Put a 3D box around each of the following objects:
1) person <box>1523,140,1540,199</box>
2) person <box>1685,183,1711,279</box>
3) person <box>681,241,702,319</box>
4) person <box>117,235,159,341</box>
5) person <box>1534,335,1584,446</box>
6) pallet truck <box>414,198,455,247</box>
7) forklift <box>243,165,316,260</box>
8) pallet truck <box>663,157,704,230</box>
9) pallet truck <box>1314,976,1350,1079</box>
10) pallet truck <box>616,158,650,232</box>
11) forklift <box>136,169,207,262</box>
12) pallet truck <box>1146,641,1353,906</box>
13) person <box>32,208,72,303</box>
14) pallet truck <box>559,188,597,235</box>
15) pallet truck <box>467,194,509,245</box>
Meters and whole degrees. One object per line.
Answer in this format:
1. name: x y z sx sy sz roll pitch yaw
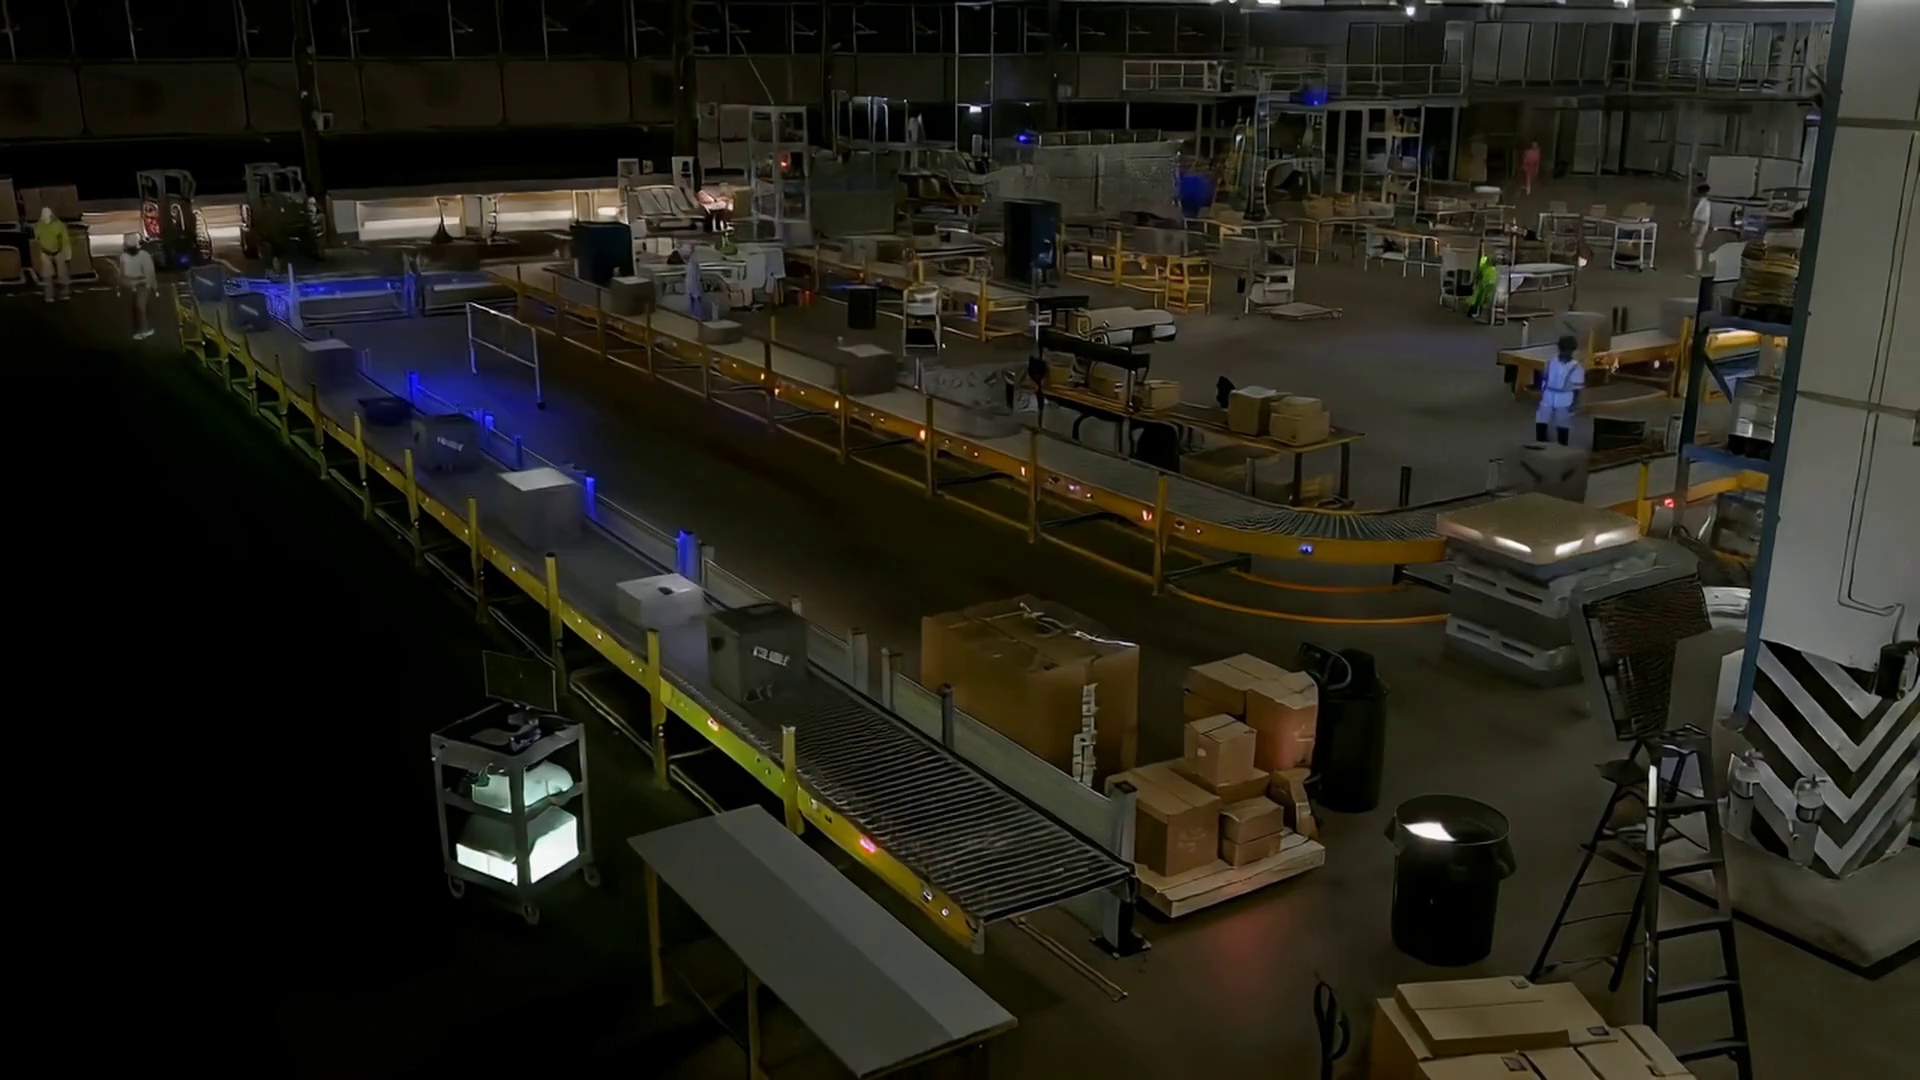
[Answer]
1. person: 18.423 -11.935 53.643 0.602 1.870 0.446 -7 18 -21
2. person: 15.842 -6.615 35.662 0.395 2.039 0.608 8 19 25
3. person: -4.467 -4.096 27.756 0.329 1.763 0.523 -3 17 -11
4. person: -14.116 -4.334 28.515 0.623 1.777 0.957 1 17 4
5. person: 6.980 -1.576 19.506 0.757 1.665 0.550 -15 23 -41
6. pallet truck: -13.250 -8.060 41.856 0.680 1.201 1.601 -10 20 -31
7. forklift: -15.898 -7.669 38.708 1.157 1.987 2.680 -11 20 -33
8. pallet truck: -7.586 -9.308 44.692 0.823 1.965 1.885 -11 20 -33
9. pallet truck: 2.299 2.390 7.086 1.601 1.201 0.680 -2 17 -7
10. pallet truck: -8.918 -9.176 44.255 0.823 1.965 1.885 -9 19 -27
11. forklift: -17.842 -7.318 37.559 1.157 1.987 2.680 -10 20 -31
12. pallet truck: 1.664 1.407 10.232 1.630 1.274 0.653 -10 20 -31
13. person: -17.725 -5.559 32.476 0.659 1.838 1.058 -3 17 -10
14. pallet truck: -10.010 -8.652 43.699 0.653 1.274 1.630 -10 20 -31
15. pallet truck: -11.983 -8.177 42.137 0.704 1.261 1.522 -11 20 -33
